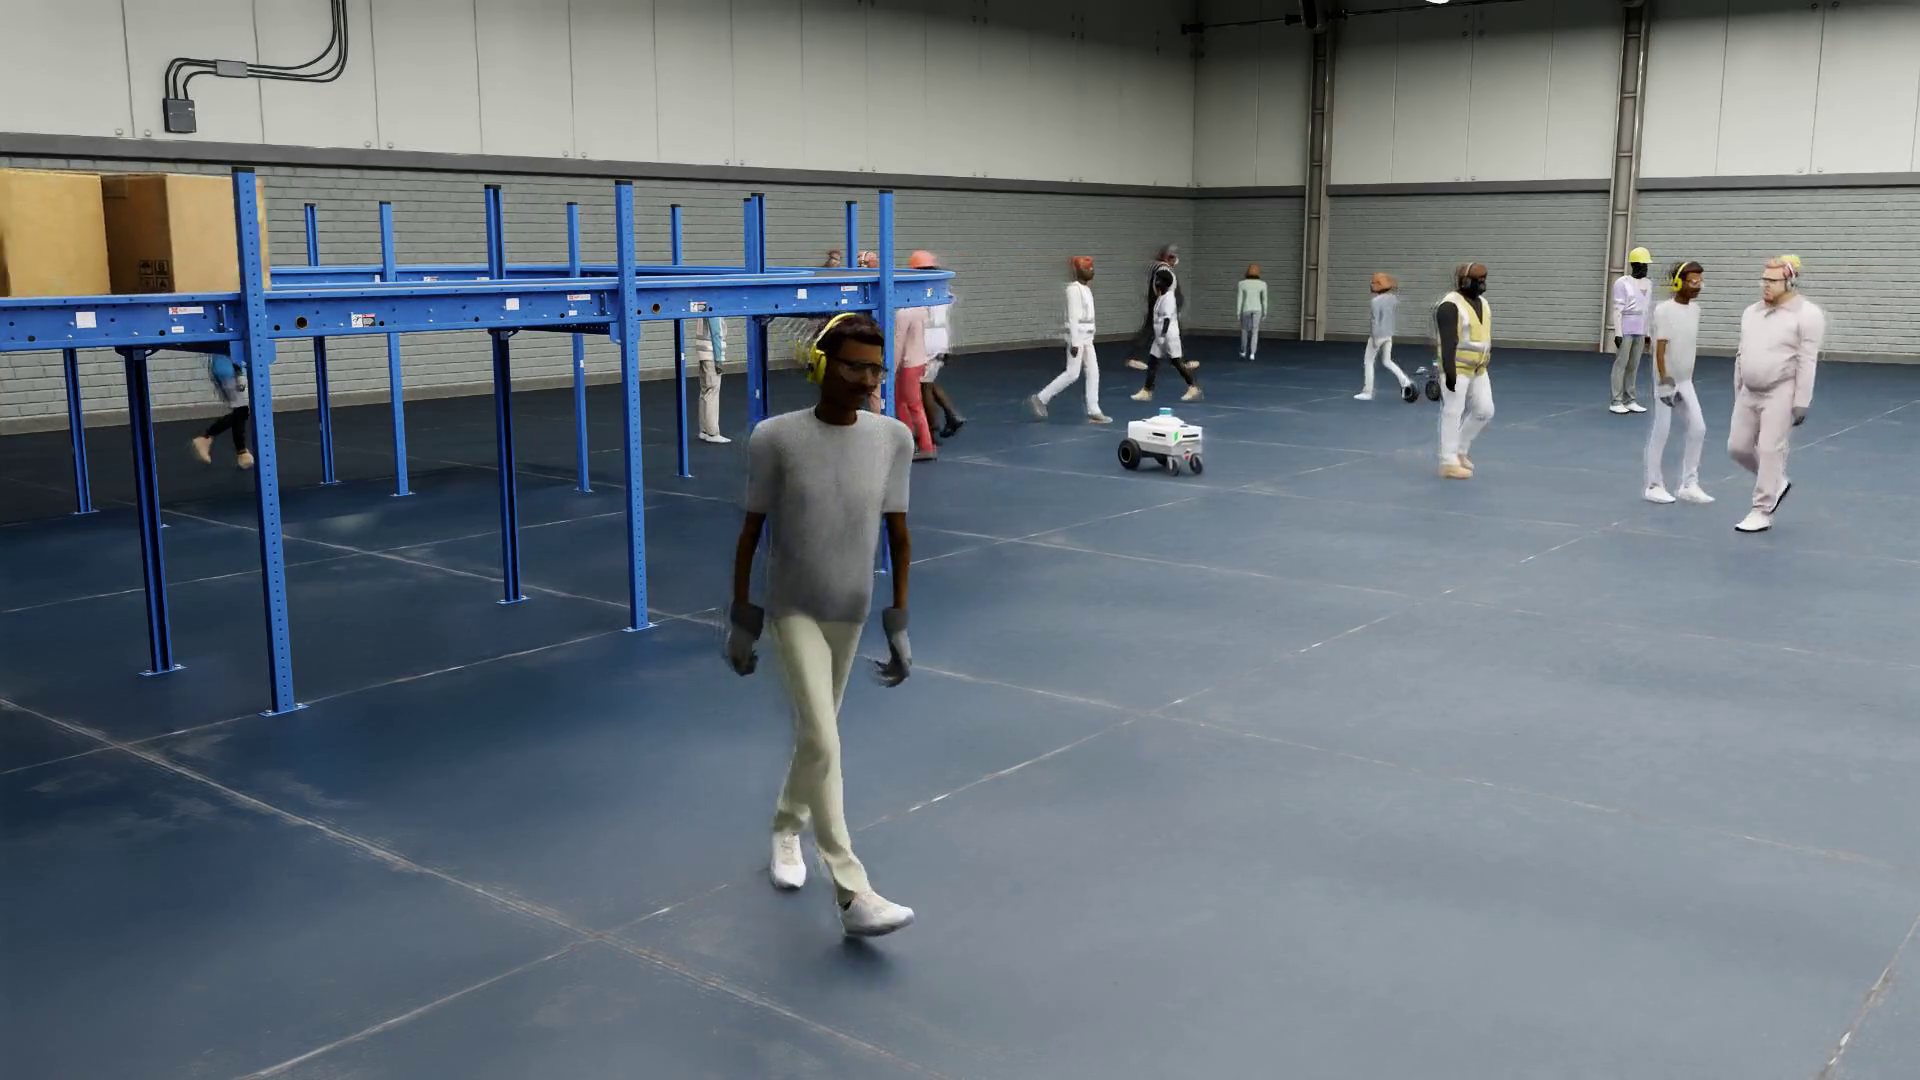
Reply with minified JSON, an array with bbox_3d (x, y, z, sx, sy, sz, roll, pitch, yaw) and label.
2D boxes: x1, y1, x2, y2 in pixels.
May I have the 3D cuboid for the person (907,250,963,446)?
[{"bbox_3d":[-0.308,-1.902,16.485,0.506,1.918,0.554,5,12,28],"label":"person"}]

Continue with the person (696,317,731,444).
[{"bbox_3d":[-2.483,-1.791,16.636,0.310,1.638,0.523,-4,11,-22],"label":"person"}]

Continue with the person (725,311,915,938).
[{"bbox_3d":[-0.407,0.233,4.946,0.527,1.811,0.926,-5,12,-27],"label":"person"}]

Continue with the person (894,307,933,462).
[{"bbox_3d":[-0.532,-1.580,15.165,0.656,1.732,0.540,3,11,15],"label":"person"}]

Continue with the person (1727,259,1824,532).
[{"bbox_3d":[5.688,-1.013,11.627,0.580,1.888,0.655,-5,11,-24],"label":"person"}]

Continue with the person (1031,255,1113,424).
[{"bbox_3d":[1.245,-2.219,18.440,0.837,1.858,0.585,4,11,20],"label":"person"}]

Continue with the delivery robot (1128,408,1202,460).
[{"bbox_3d":[1.809,-0.924,14.694,0.477,0.478,0.707,-7,12,-32],"label":"delivery robot"}]

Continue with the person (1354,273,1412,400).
[{"bbox_3d":[5.354,-2.560,20.961,0.499,1.607,0.690,-9,13,-40],"label":"person"}]

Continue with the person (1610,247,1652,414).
[{"bbox_3d":[7.902,-2.457,19.521,0.586,1.928,0.369,-6,12,-29],"label":"person"}]

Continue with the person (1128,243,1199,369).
[{"bbox_3d":[3.165,-3.659,25.989,1.083,2.000,0.686,-2,10,-10],"label":"person"}]

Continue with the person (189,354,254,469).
[{"bbox_3d":[-6.451,-1.447,14.576,0.559,1.683,0.541,-6,12,-31],"label":"person"}]

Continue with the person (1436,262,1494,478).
[{"bbox_3d":[4.298,-1.445,14.188,0.640,1.827,0.439,-7,13,-36],"label":"person"}]

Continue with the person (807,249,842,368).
[{"bbox_3d":[-2.009,-3.535,25.657,0.690,1.879,0.441,1,10,6],"label":"person"}]

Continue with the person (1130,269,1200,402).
[{"bbox_3d":[2.615,-2.561,20.860,0.864,1.657,0.552,-1,10,-7],"label":"person"}]

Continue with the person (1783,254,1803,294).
[{"bbox_3d":[11.690,-3.141,23.632,0.418,1.819,0.607,5,11,26],"label":"person"}]

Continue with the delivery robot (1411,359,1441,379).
[{"bbox_3d":[5.954,-2.147,20.749,0.335,0.223,0.698,-6,12,-29],"label":"delivery robot"}]

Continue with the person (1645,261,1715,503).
[{"bbox_3d":[5.532,-1.189,12.713,0.532,1.849,0.619,-4,11,-23],"label":"person"}]

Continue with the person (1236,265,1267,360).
[{"bbox_3d":[4.960,-3.880,28.327,0.530,1.586,0.840,1,10,4],"label":"person"}]

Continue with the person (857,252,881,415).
[{"bbox_3d":[-0.888,-1.838,16.159,0.402,1.904,0.651,-1,10,-5],"label":"person"}]
